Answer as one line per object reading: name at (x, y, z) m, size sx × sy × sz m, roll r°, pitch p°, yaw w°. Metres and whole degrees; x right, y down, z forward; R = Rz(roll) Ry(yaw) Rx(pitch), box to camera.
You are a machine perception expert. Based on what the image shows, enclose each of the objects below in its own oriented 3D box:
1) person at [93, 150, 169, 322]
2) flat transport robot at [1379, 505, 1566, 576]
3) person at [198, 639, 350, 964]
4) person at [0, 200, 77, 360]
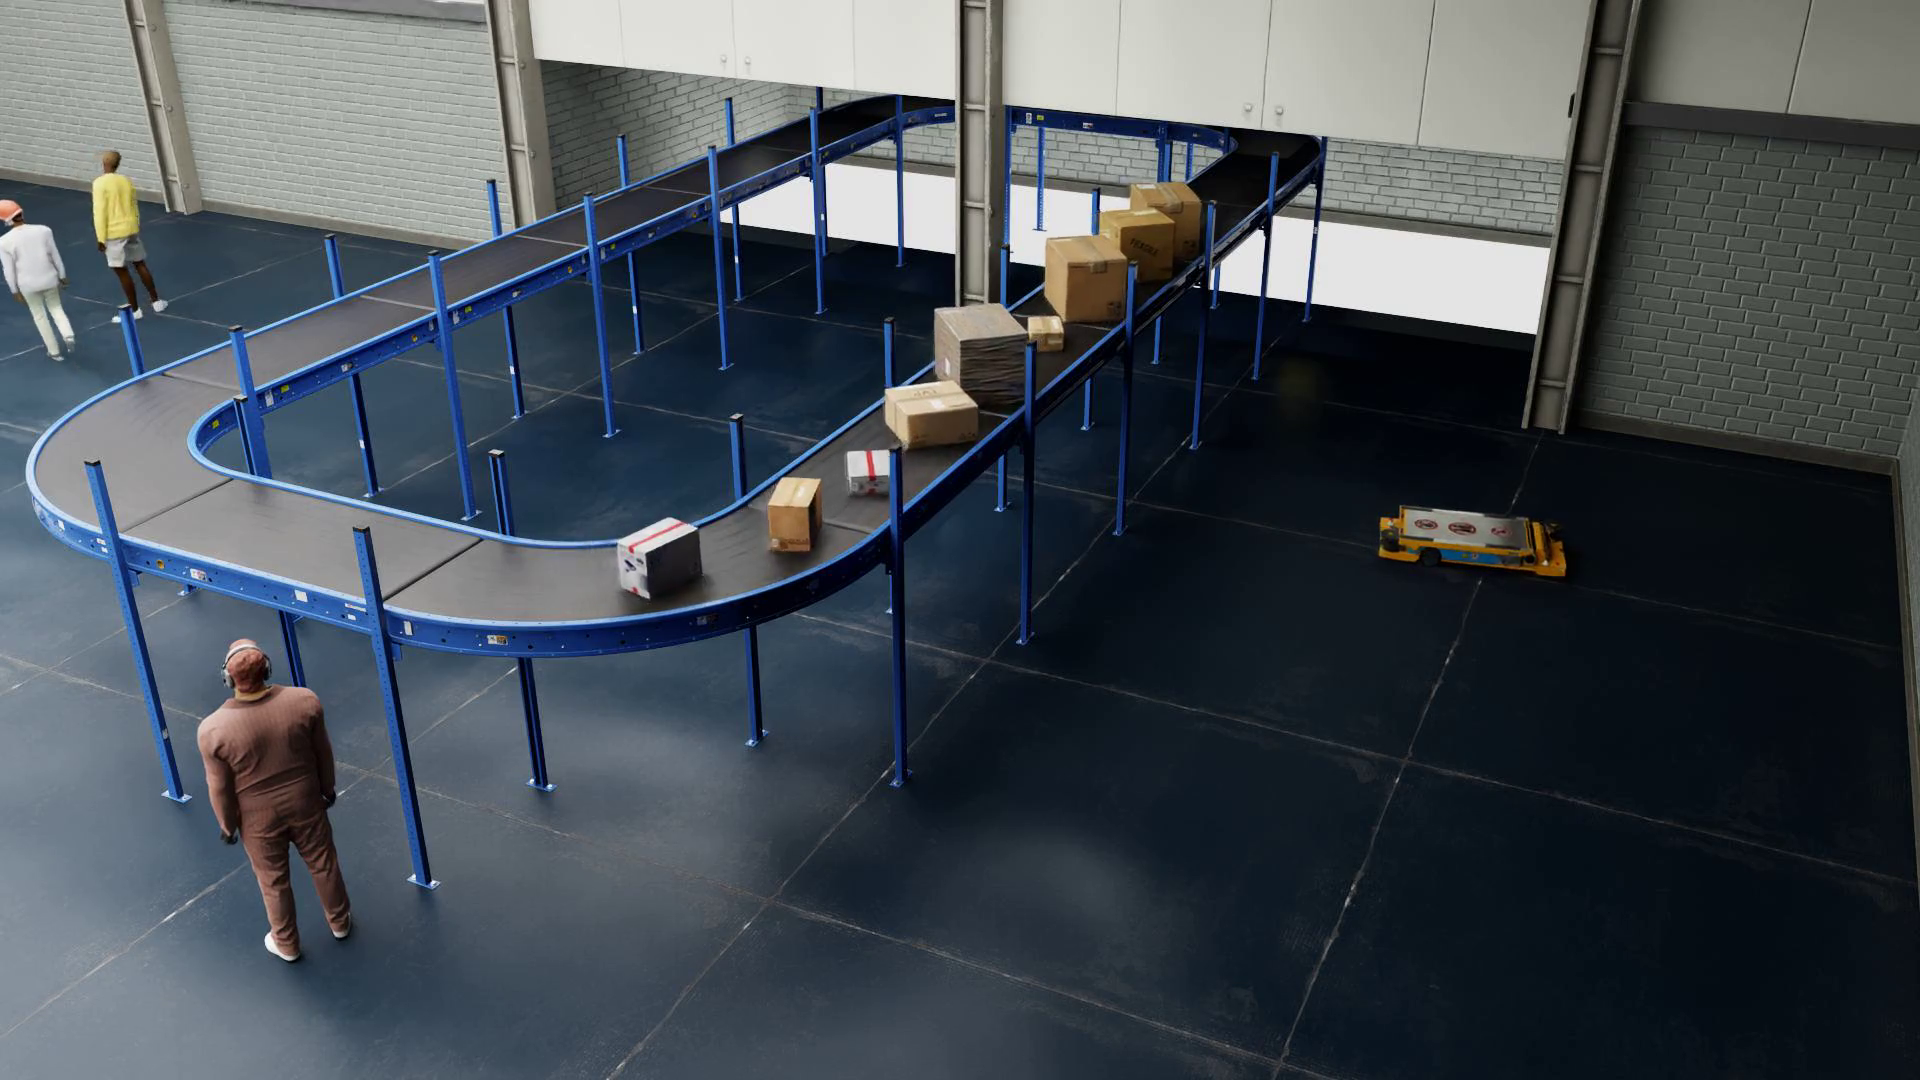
person at (-9.289, -3.382, 18.506) m, size 0.340 × 1.865 × 0.693 m, roll 9°, pitch 28°, yaw 17°
flat transport robot at (4.134, 0.007, 13.461) m, size 1.431 × 0.231 × 0.659 m, roll 6°, pitch 27°, yaw 12°
person at (-3.636, 1.385, 8.845) m, size 0.638 × 1.910 × 0.405 m, roll -18°, pitch 32°, yaw -33°
person at (-9.548, -2.675, 17.218) m, size 0.455 × 1.729 × 0.583 m, roll 22°, pitch 34°, yaw 37°
